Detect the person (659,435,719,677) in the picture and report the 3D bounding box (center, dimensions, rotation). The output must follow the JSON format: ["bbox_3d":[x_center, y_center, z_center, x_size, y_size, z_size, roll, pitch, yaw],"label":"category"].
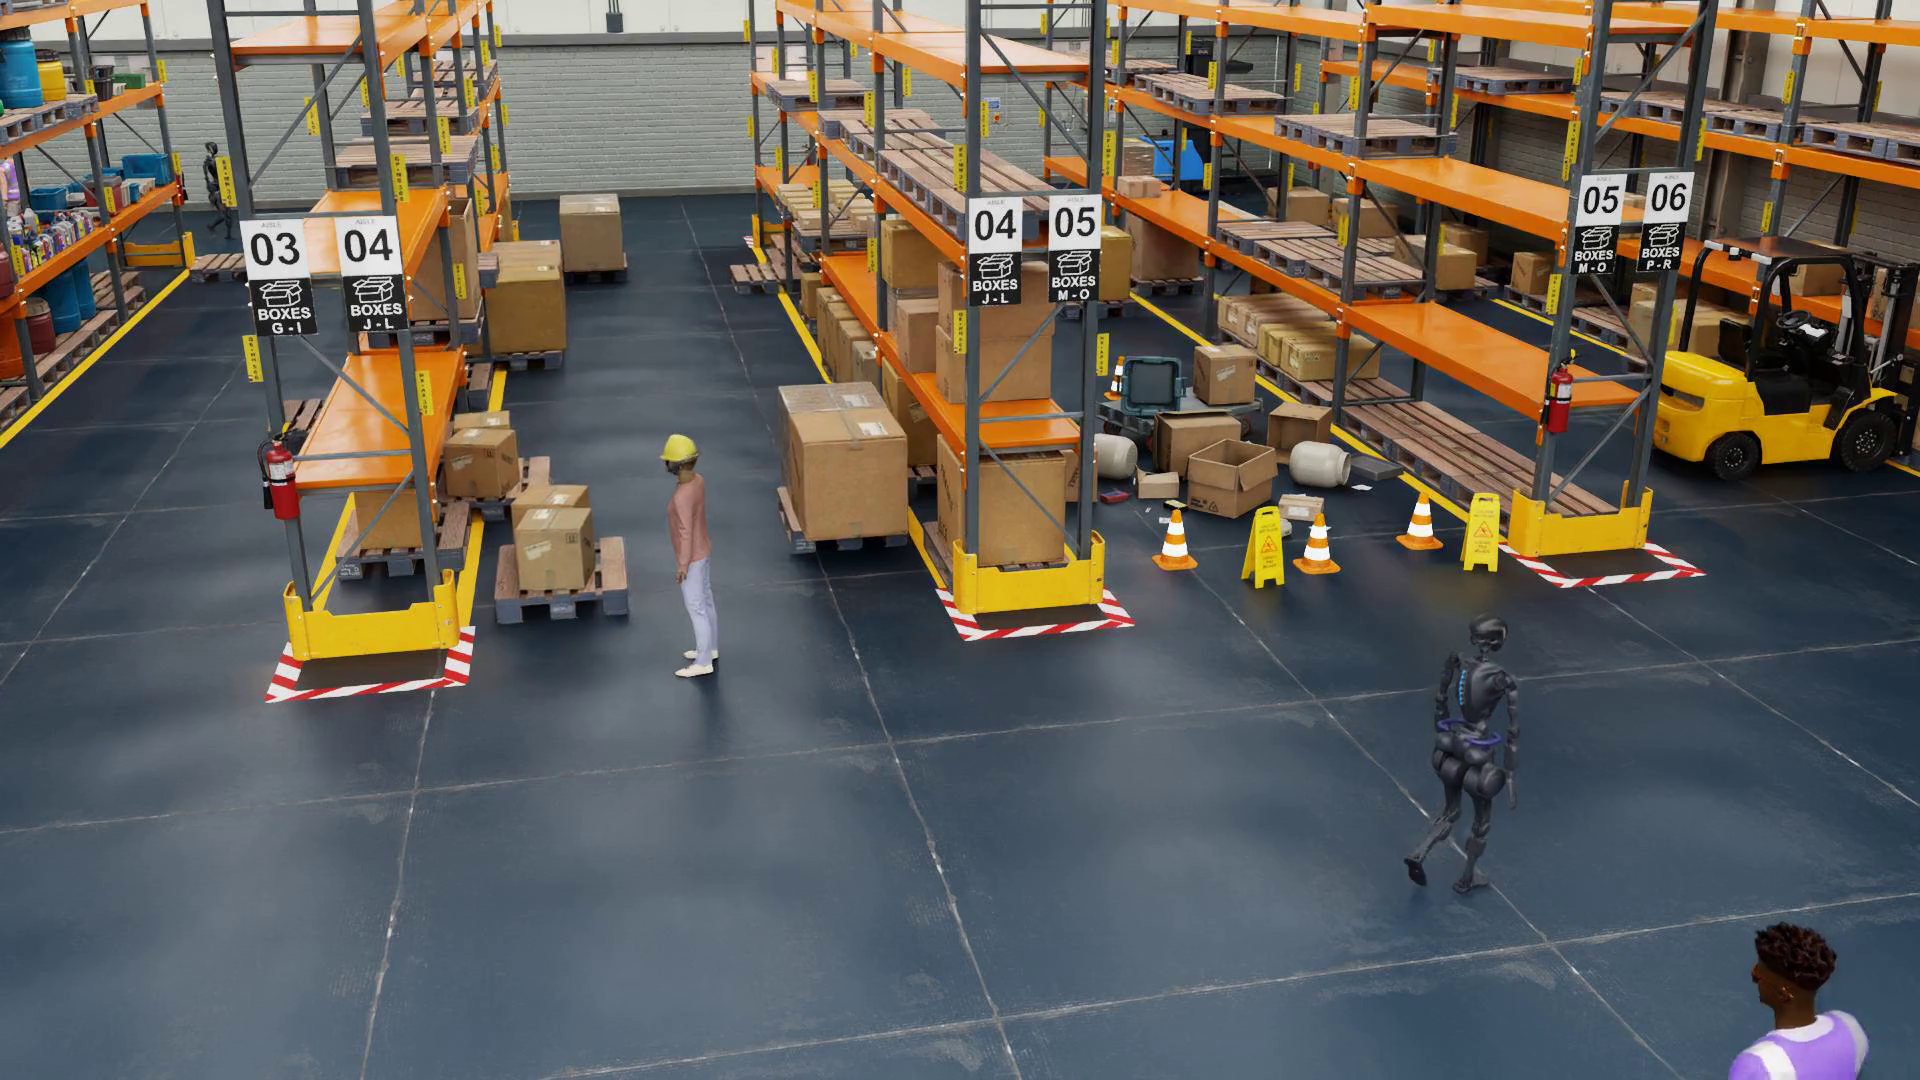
[{"bbox_3d":[-1.922,0.109,11.762,0.327,1.766,0.530,2,20,4],"label":"person"}]

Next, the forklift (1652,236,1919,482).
[{"bbox_3d":[8.013,-1.814,16.330,2.313,2.155,1.214,-4,21,-12],"label":"forklift"}]

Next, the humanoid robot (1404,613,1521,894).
[{"bbox_3d":[2.725,1.183,9.000,0.522,1.637,0.608,-12,24,-29],"label":"humanoid robot"}]

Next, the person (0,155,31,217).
[{"bbox_3d":[-15.355,-5.551,27.116,0.349,1.688,0.489,11,23,27],"label":"person"}]

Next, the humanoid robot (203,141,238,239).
[{"bbox_3d":[-12.526,-5.900,28.077,0.446,1.646,0.588,7,21,18],"label":"humanoid robot"}]

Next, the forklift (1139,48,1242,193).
[{"bbox_3d":[4.566,-8.313,32.860,1.873,2.768,1.129,-4,21,-12],"label":"forklift"}]

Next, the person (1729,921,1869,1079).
[{"bbox_3d":[2.792,2.196,5.888,0.601,1.936,0.725,-8,22,-20],"label":"person"}]
